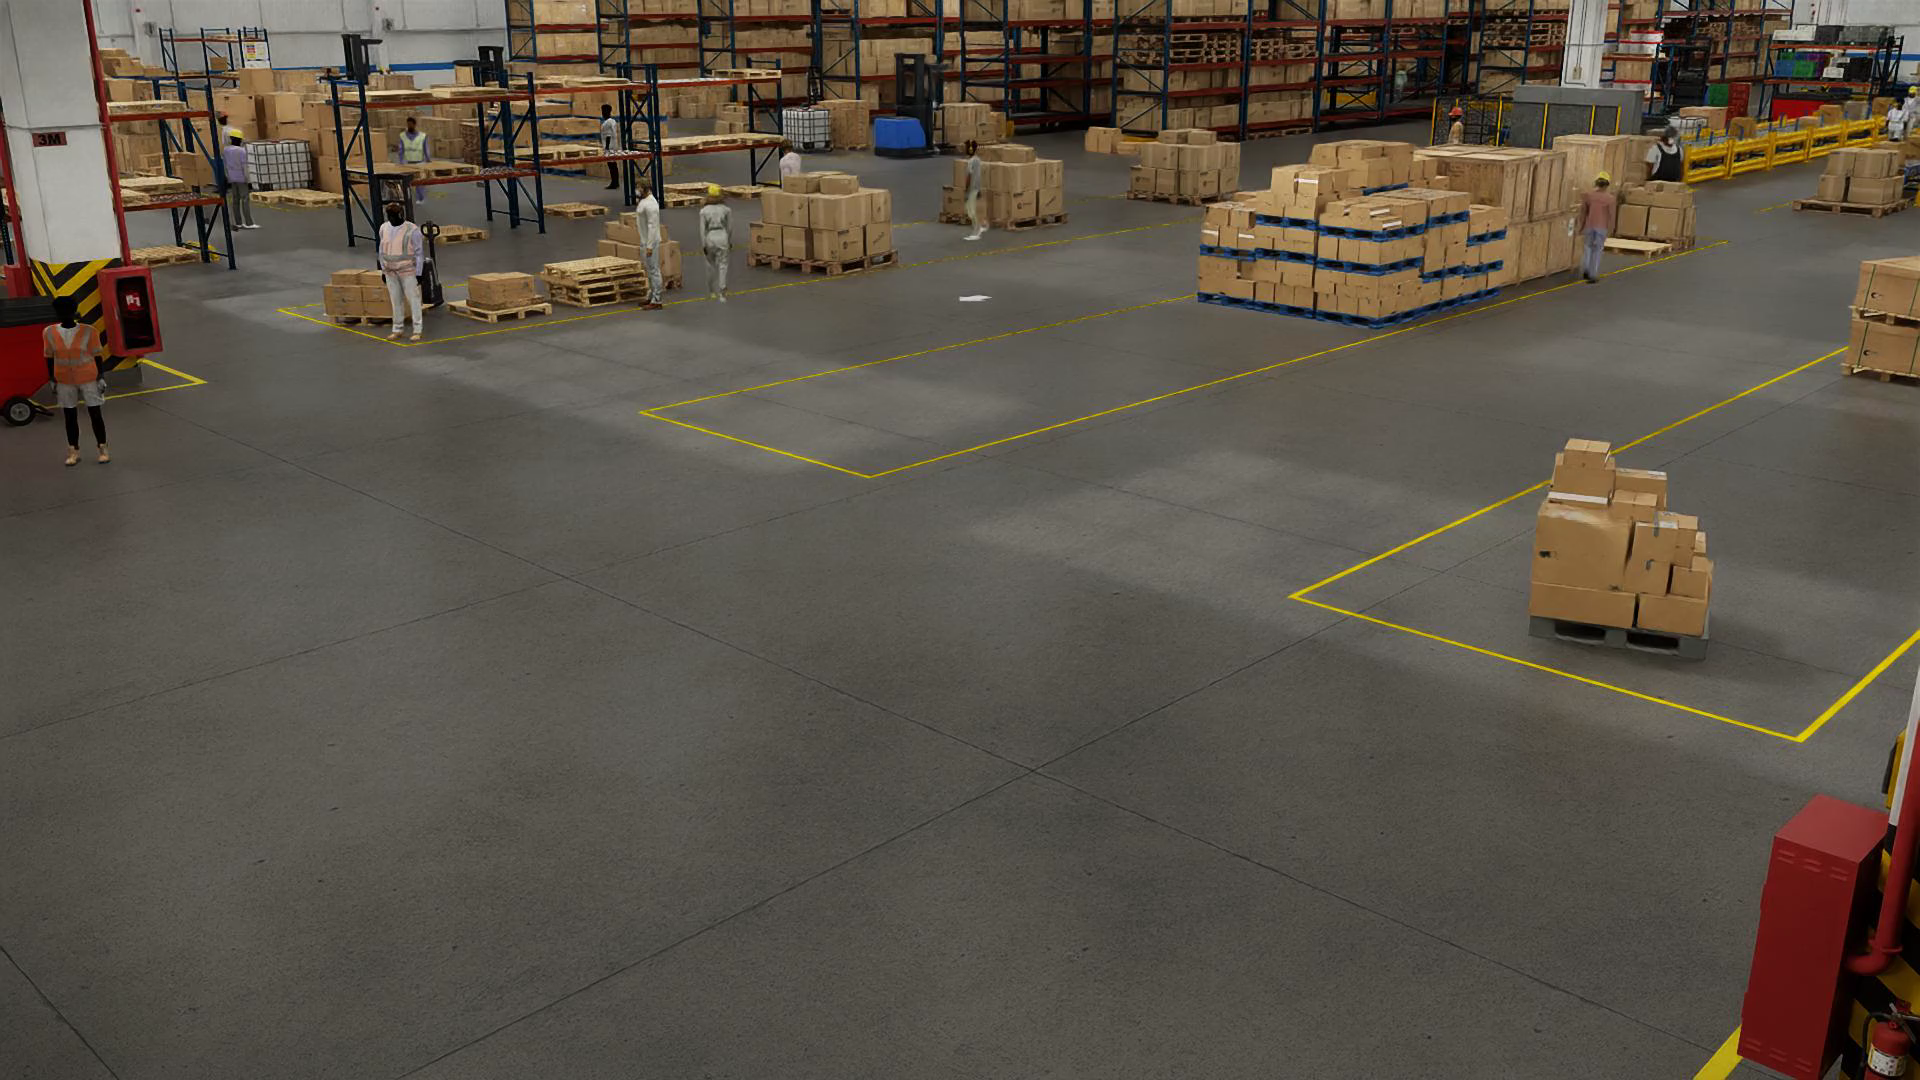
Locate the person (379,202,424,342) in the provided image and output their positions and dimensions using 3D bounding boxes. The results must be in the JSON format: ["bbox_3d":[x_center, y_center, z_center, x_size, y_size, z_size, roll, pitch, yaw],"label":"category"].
[{"bbox_3d":[-7.437,-3.561,22.134,0.621,1.845,0.429,4,19,13],"label":"person"}]

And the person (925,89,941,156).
[{"bbox_3d":[-0.856,-11.735,46.769,0.889,1.841,0.519,16,24,40],"label":"person"}]

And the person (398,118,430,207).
[{"bbox_3d":[-11.817,-8.191,36.046,0.598,1.872,0.991,0,18,-1],"label":"person"}]

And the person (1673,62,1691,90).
[{"bbox_3d":[27.742,-17.407,63.740,0.755,1.916,0.636,-11,21,-29],"label":"person"}]

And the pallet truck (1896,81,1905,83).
[{"bbox_3d":[34.802,-16.331,61.455,0.653,1.274,1.630,17,25,41],"label":"pallet truck"}]

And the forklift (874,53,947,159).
[{"bbox_3d":[-1.401,-12.084,46.190,1.129,2.768,1.873,17,25,41],"label":"forklift"}]

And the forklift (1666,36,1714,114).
[{"bbox_3d":[27.341,-17.291,61.877,1.129,2.768,1.873,17,25,41],"label":"forklift"}]

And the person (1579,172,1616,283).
[{"bbox_3d":[10.192,-4.989,26.578,0.559,1.742,0.446,15,23,38],"label":"person"}]

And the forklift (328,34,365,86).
[{"bbox_3d":[-23.590,-18.256,64.784,1.129,2.768,1.873,17,25,41],"label":"forklift"}]

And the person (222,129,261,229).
[{"bbox_3d":[-14.094,-7.055,32.546,0.588,1.916,0.394,8,20,23],"label":"person"}]

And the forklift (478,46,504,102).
[{"bbox_3d":[-14.397,-13.832,51.456,1.129,2.768,1.873,17,25,41],"label":"forklift"}]

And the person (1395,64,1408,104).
[{"bbox_3d":[17.848,-18.383,67.152,0.524,1.615,0.511,-8,20,-23],"label":"person"}]

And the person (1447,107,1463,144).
[{"bbox_3d":[11.326,-8.951,38.221,0.358,1.936,0.552,6,19,17],"label":"person"}]

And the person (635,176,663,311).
[{"bbox_3d":[-4.559,-4.339,24.327,0.372,1.940,0.632,-6,19,-18],"label":"person"}]

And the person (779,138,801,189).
[{"bbox_3d":[-3.110,-6.368,30.446,0.379,1.937,0.629,7,20,20],"label":"person"}]

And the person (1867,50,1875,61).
[{"bbox_3d":[39.947,-20.589,73.234,0.617,1.972,0.710,5,19,14],"label":"person"}]

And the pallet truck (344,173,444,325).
[{"bbox_3d":[-8.209,-4.181,23.757,0.823,1.965,1.885,3,19,9],"label":"pallet truck"}]

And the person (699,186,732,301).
[{"bbox_3d":[-3.685,-4.499,25.183,0.489,1.693,0.913,-3,19,-10],"label":"person"}]

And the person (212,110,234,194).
[{"bbox_3d":[-16.755,-8.927,38.268,1.012,1.871,0.563,-12,22,-32],"label":"person"}]

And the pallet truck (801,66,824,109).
[{"bbox_3d":[-4.812,-15.182,56.903,0.823,1.965,1.885,-9,21,-26],"label":"pallet truck"}]

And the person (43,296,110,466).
[{"bbox_3d":[-8.686,-1.569,16.364,0.530,1.692,0.322,-5,19,-14],"label":"person"}]

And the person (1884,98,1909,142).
[{"bbox_3d":[25.770,-11.312,45.765,0.850,1.663,0.525,-16,24,-39],"label":"person"}]

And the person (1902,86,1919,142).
[{"bbox_3d":[27.747,-12.358,48.702,0.617,1.796,0.839,17,25,42],"label":"person"}]

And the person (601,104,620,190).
[{"bbox_3d":[-8.184,-9.174,38.850,0.361,1.964,0.614,2,18,6],"label":"person"}]

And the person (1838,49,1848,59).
[{"bbox_3d":[44.119,-23.849,83.291,0.600,1.823,0.633,7,19,19],"label":"person"}]

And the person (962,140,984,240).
[{"bbox_3d":[0.213,-6.519,31.040,0.418,1.855,0.527,4,19,11],"label":"person"}]

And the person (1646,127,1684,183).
[{"bbox_3d":[13.668,-6.973,32.101,0.686,2.000,0.990,-4,19,-12],"label":"person"}]
